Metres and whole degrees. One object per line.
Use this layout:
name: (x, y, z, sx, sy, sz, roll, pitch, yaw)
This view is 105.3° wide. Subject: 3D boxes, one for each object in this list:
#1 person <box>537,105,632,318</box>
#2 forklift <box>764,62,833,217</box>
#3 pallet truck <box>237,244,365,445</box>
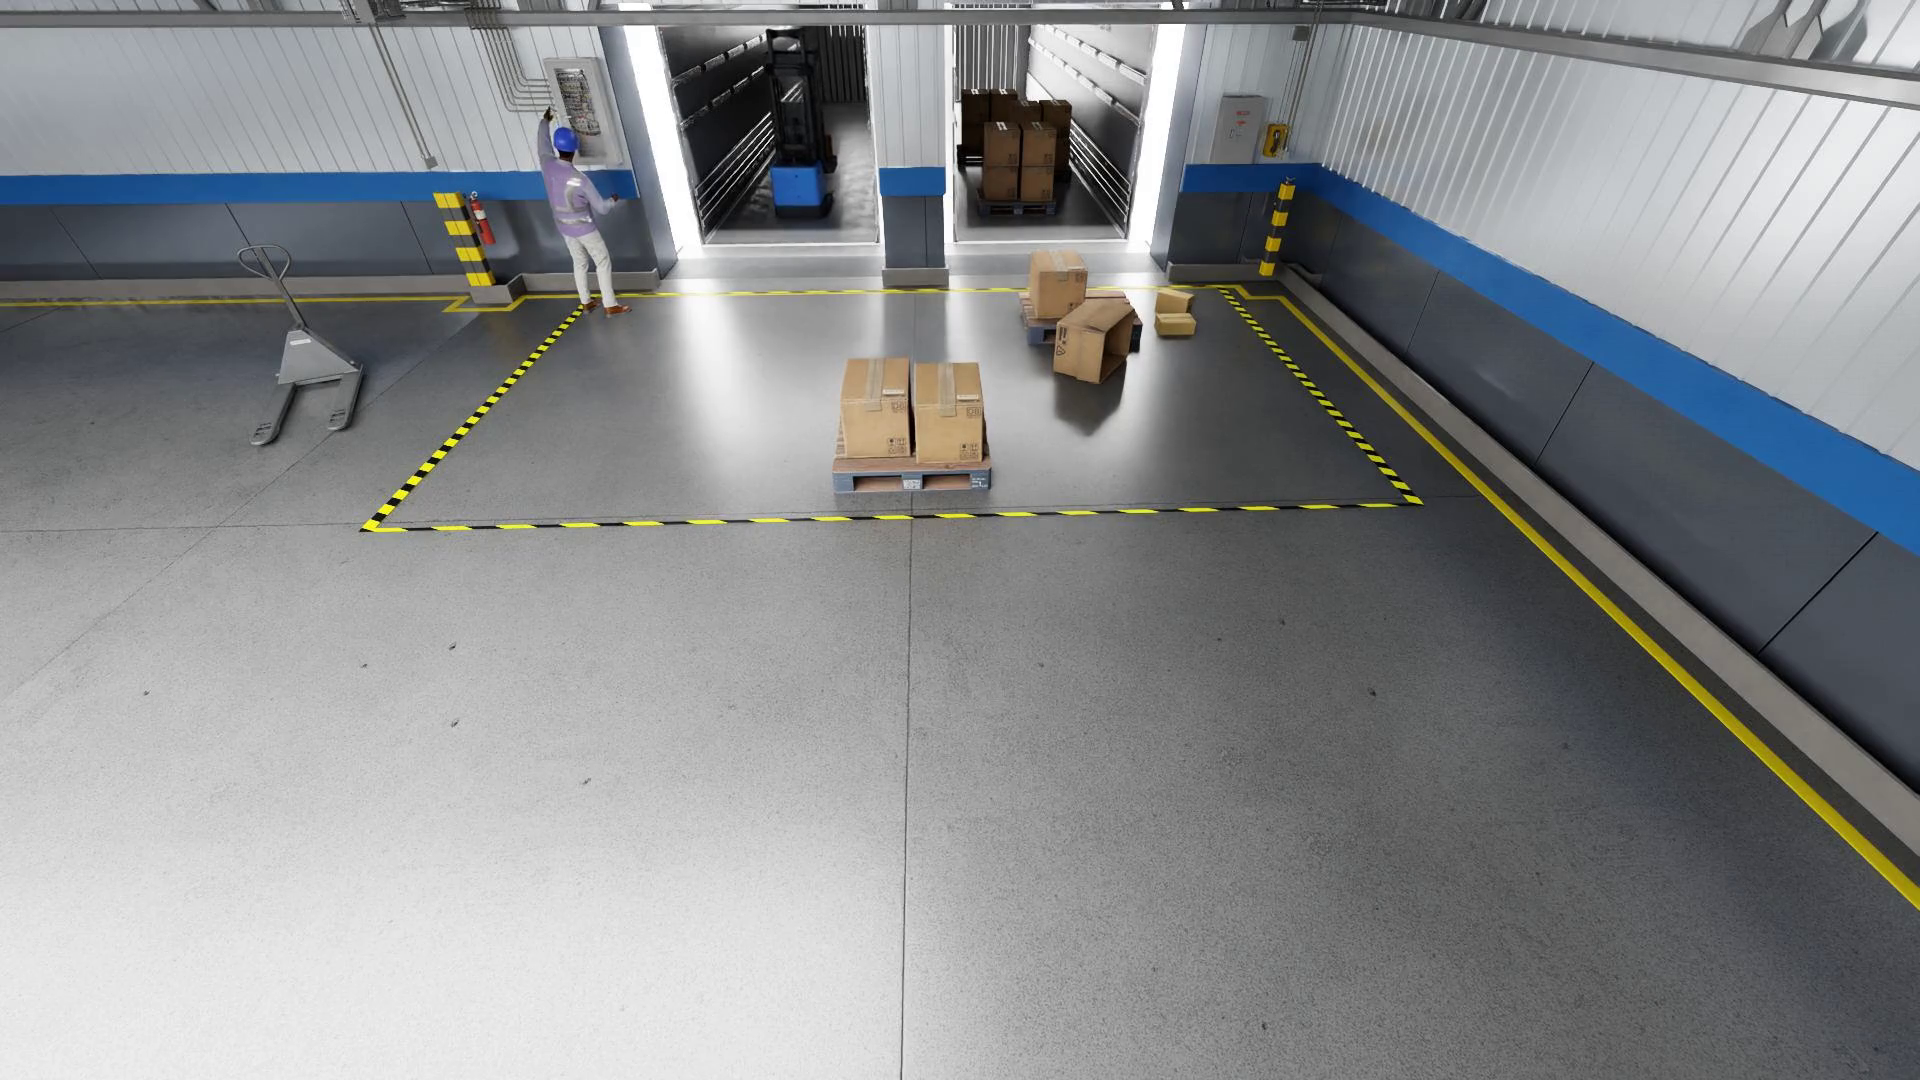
person: (-4.131, -3.538, 8.036, 0.926, 1.994, 0.757, 14, 41, 17)
forklift: (-2.513, -6.034, 11.141, 0.716, 2.013, 0.776, -1, 38, -1)
pallet truck: (-5.915, -1.733, 6.366, 0.680, 1.201, 1.601, -18, 42, -21)
